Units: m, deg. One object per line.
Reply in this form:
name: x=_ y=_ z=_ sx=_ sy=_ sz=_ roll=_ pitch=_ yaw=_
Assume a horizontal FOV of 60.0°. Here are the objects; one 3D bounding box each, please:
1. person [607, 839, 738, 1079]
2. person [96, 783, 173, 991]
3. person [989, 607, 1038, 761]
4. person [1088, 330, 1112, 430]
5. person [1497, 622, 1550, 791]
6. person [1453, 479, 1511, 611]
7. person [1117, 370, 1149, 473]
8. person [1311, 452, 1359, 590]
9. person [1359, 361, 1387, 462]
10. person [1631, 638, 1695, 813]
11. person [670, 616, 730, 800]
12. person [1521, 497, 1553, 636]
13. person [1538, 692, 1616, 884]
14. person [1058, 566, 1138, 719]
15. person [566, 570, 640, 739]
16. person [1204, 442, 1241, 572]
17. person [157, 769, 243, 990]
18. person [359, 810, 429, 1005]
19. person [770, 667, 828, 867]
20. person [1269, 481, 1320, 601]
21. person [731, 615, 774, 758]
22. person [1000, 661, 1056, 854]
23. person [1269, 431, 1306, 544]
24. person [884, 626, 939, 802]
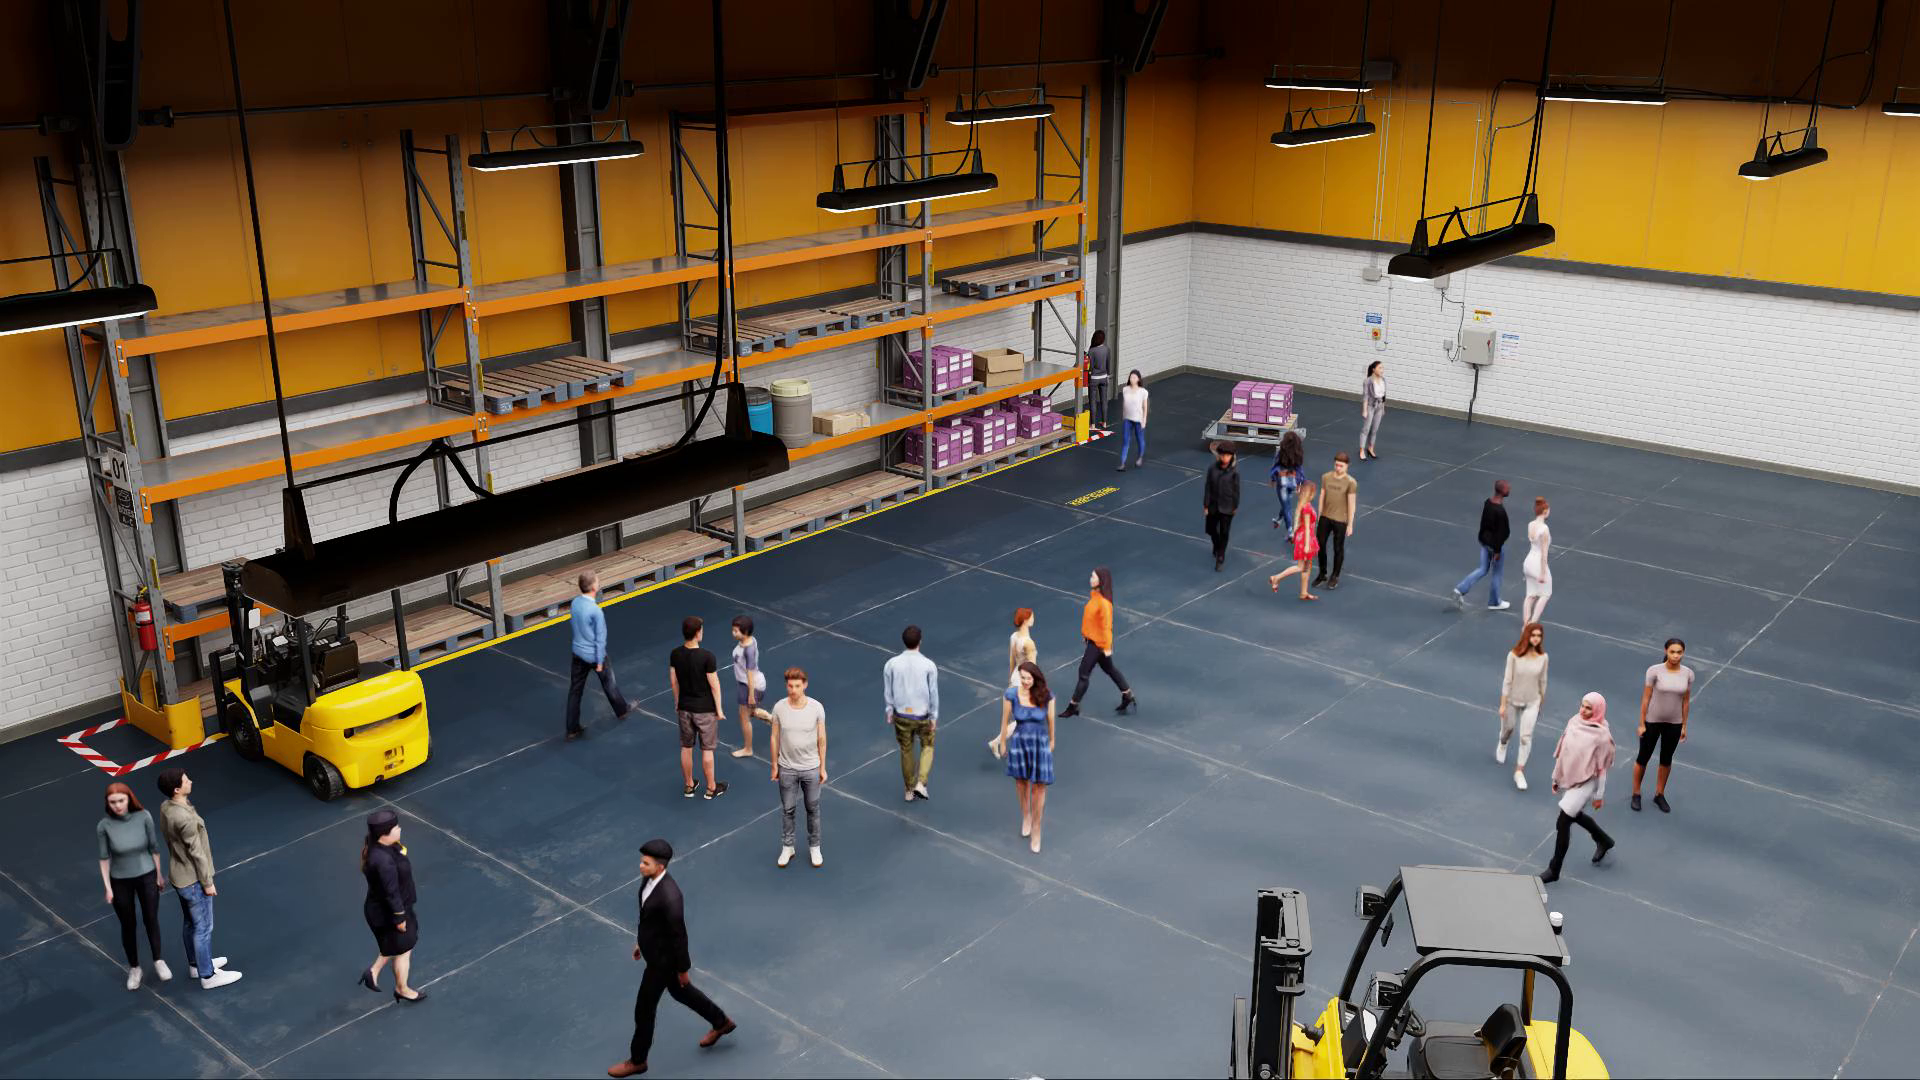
person: x=-2.066 y=2.993 z=12.112 sx=1.337 sy=1.841 sz=1.105 roll=-7 pitch=20 yaw=-20
person: x=-6.515 y=2.704 z=13.124 sx=0.577 sy=1.743 sz=0.712 roll=-11 pitch=21 yaw=-29
person: x=0.586 y=1.486 z=16.928 sx=1.027 sy=1.624 sz=0.829 roll=-8 pitch=20 yaw=-23
person: x=2.472 y=-2.875 z=29.652 sx=0.609 sy=1.768 sz=0.745 roll=-9 pitch=20 yaw=-24
person: x=5.557 y=1.586 z=16.534 sx=0.881 sy=1.686 sz=1.033 roll=3 pitch=19 yaw=8
person: x=6.630 y=0.073 z=20.955 sx=1.094 sy=1.731 sz=0.956 roll=-4 pitch=19 yaw=-13
person: x=2.874 y=-1.915 z=27.035 sx=0.789 sy=1.619 sz=1.160 roll=9 pitch=21 yaw=26
person: x=4.961 y=-0.280 z=21.828 sx=0.706 sy=1.844 sz=0.659 roll=13 pitch=23 yaw=35
person: x=6.871 y=-2.166 z=27.689 sx=0.627 sy=1.677 sz=0.757 roll=-11 pitch=21 yaw=-29
person: x=6.730 y=1.752 z=15.944 sx=0.693 sy=1.747 sz=0.712 roll=2 pitch=19 yaw=6
person: x=-2.569 y=1.624 z=16.148 sx=0.761 sy=1.860 sz=0.729 roll=6 pitch=20 yaw=17
person: x=6.819 y=0.378 z=19.982 sx=0.792 sy=1.774 sz=0.751 roll=-3 pitch=19 yaw=-10
person: x=5.528 y=2.164 z=14.687 sx=1.245 sy=1.769 sz=0.997 roll=-7 pitch=20 yaw=-20
person: x=1.581 y=1.113 z=17.908 sx=1.168 sy=1.705 sz=1.089 roll=-3 pitch=19 yaw=-7
person: x=-3.960 y=1.227 z=17.478 sx=0.735 sy=1.764 sz=1.170 roll=13 pitch=22 yaw=33
person: x=3.546 y=-0.492 z=22.578 sx=0.843 sy=1.766 sz=1.013 roll=6 pitch=19 yaw=16
person: x=-6.063 y=2.649 z=13.095 sx=0.620 sy=1.866 sz=0.723 roll=-17 pitch=25 yaw=-40
person: x=-4.454 y=2.858 z=12.796 sx=0.881 sy=1.662 sz=0.846 roll=-8 pitch=20 yaw=-24
person: x=-1.441 y=2.015 z=14.928 sx=0.734 sy=1.898 sz=0.778 roll=0 pitch=19 yaw=-1
person: x=4.322 y=0.029 z=21.352 sx=0.936 sy=1.562 sz=0.916 roll=2 pitch=19 yaw=7
person: x=-2.082 y=1.480 z=17.068 sx=0.942 sy=1.545 sz=0.856 roll=-4 pitch=19 yaw=-13
person: x=0.647 y=1.934 z=15.351 sx=0.875 sy=1.781 sz=0.969 roll=3 pitch=19 yaw=9
person: x=4.658 y=-0.724 z=23.583 sx=1.080 sy=1.565 sz=1.059 roll=-5 pitch=19 yaw=-13
person: x=-0.464 y=1.715 z=15.975 sx=0.874 sy=1.799 sz=0.937 roll=2 pitch=19 yaw=5
